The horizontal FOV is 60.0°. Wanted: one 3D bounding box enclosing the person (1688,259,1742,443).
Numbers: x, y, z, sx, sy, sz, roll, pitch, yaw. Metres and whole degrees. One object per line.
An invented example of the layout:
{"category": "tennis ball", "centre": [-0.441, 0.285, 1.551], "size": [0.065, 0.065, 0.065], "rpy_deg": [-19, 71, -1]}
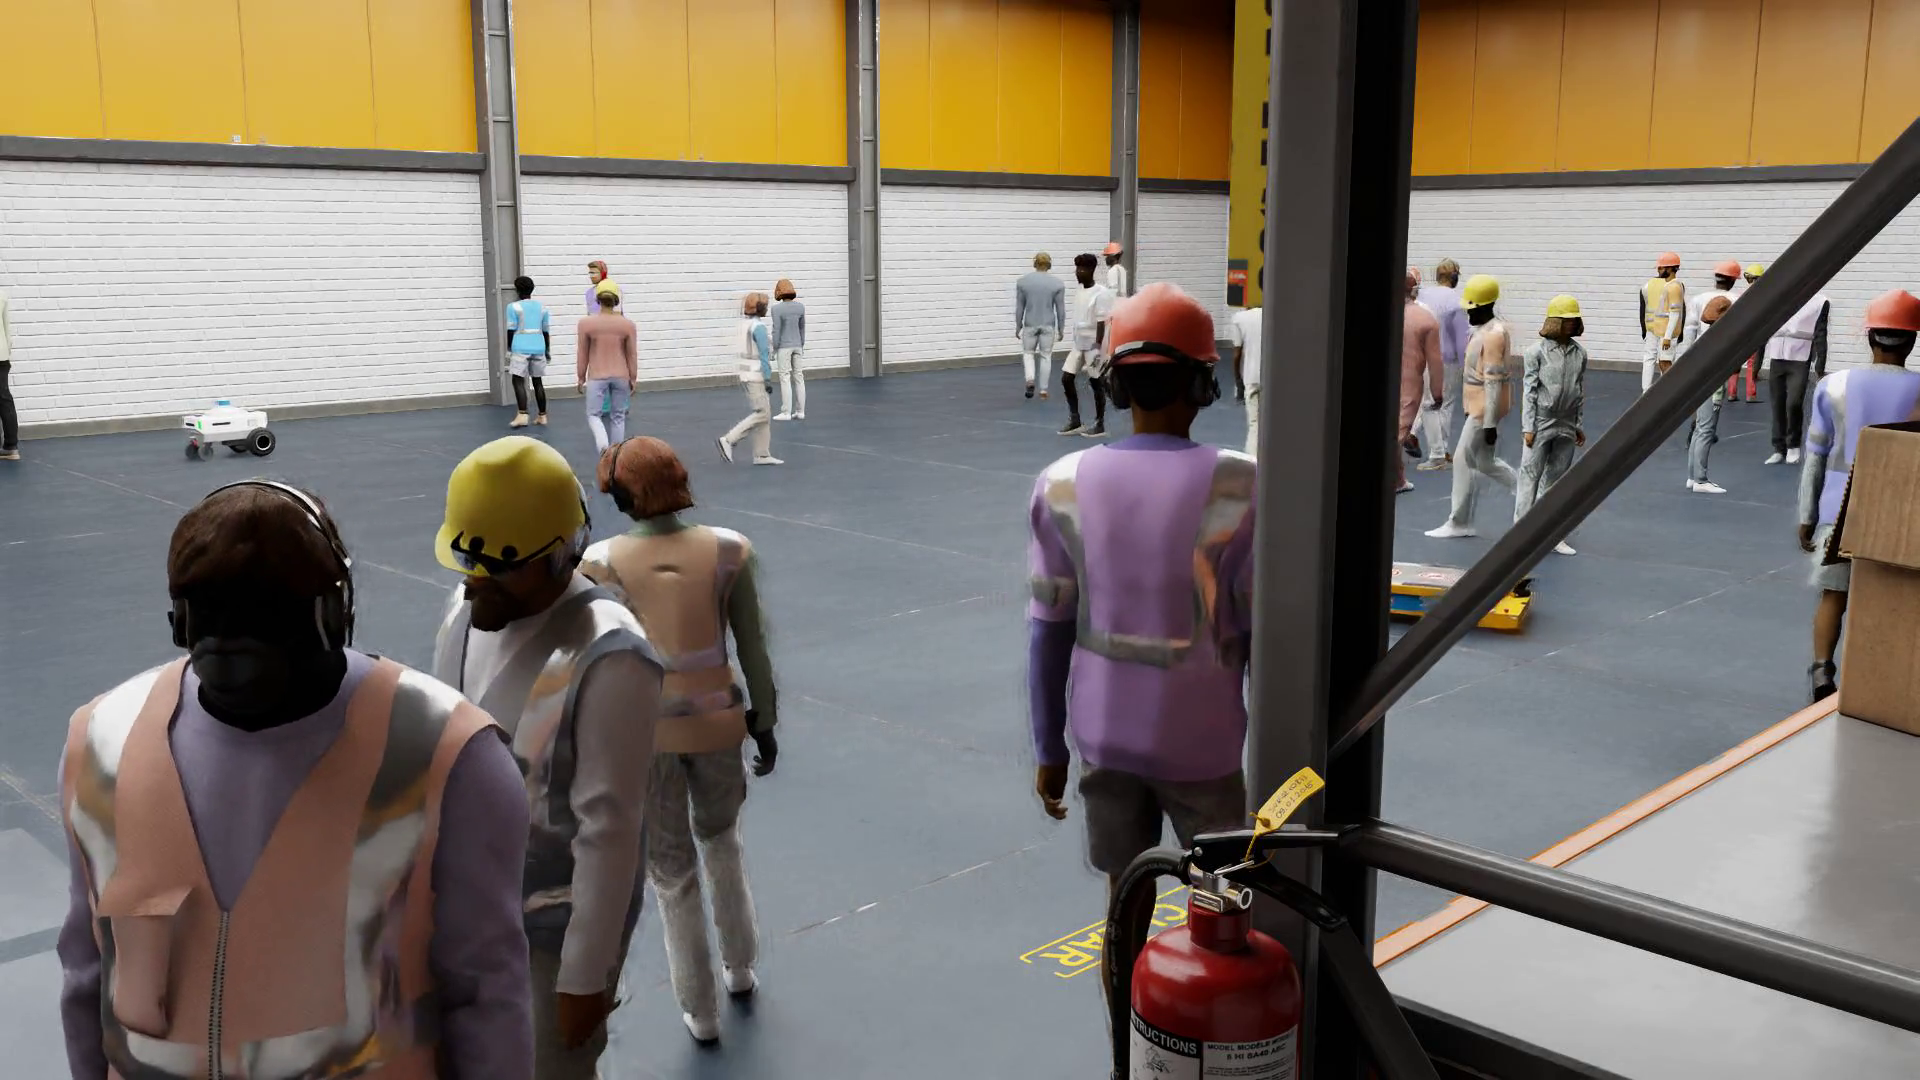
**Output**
{"category": "person", "centre": [7.577, -1.870, 16.739], "size": [0.794, 1.909, 0.552], "rpy_deg": [-10, 14, -42]}

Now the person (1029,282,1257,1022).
{"category": "person", "centre": [0.427, 0.451, 3.718], "size": [0.633, 2.029, 0.580], "rpy_deg": [5, 12, 27]}

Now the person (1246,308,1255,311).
{"category": "person", "centre": [4.836, -3.666, 26.629], "size": [0.512, 1.861, 0.312], "rpy_deg": [3, 11, 17]}

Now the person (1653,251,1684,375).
{"category": "person", "centre": [8.462, -2.484, 19.972], "size": [0.357, 1.934, 0.552], "rpy_deg": [3, 11, 17]}

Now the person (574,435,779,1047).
{"category": "person", "centre": [-0.769, 0.522, 4.445], "size": [0.529, 1.611, 0.531], "rpy_deg": [-4, 11, -23]}

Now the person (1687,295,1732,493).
{"category": "person", "centre": [6.276, -1.215, 13.874], "size": [0.277, 1.636, 0.503], "rpy_deg": [3, 11, 14]}

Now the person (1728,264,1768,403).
{"category": "person", "centre": [10.082, -2.631, 21.245], "size": [0.307, 1.767, 0.530], "rpy_deg": [-7, 12, -32]}

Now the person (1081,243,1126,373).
{"category": "person", "centre": [2.229, -3.527, 25.482], "size": [0.915, 2.006, 0.645], "rpy_deg": [4, 11, 22]}

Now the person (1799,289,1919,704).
{"category": "person", "centre": [3.875, -0.108, 7.101], "size": [0.552, 1.913, 0.827], "rpy_deg": [7, 13, 34]}

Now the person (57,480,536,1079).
{"category": "person", "centre": [-0.876, 0.823, 2.228], "size": [0.641, 1.828, 0.435], "rpy_deg": [0, 10, -1]}

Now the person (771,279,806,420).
{"category": "person", "centre": [-1.994, -2.200, 19.250], "size": [0.278, 1.633, 0.498], "rpy_deg": [9, 14, 42]}

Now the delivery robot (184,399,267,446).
{"category": "delivery robot", "centre": [-7.066, -1.112, 16.007], "size": [0.477, 0.478, 0.707], "rpy_deg": [9, 14, 40]}

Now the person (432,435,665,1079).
{"category": "person", "centre": [-0.805, 0.681, 3.114], "size": [0.636, 1.789, 0.436], "rpy_deg": [10, 14, 42]}

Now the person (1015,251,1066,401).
{"category": "person", "centre": [1.039, -2.746, 21.412], "size": [0.654, 1.929, 0.462], "rpy_deg": [1, 10, 7]}

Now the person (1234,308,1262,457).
{"category": "person", "centre": [2.522, -1.273, 13.683], "size": [0.531, 1.818, 0.960], "rpy_deg": [4, 11, 19]}

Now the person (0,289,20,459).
{"category": "person", "centre": [-9.188, -1.719, 15.640], "size": [0.379, 1.996, 0.609], "rpy_deg": [3, 11, 15]}

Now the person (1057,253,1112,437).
{"category": "person", "centre": [1.302, -2.041, 17.533], "size": [0.637, 1.946, 0.625], "rpy_deg": [-7, 13, -34]}

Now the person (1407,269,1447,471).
{"category": "person", "centre": [4.005, -1.516, 14.999], "size": [1.013, 1.828, 0.592], "rpy_deg": [-4, 11, -20]}

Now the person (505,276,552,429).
{"category": "person", "centre": [-4.788, -2.072, 18.433], "size": [0.473, 1.679, 0.691], "rpy_deg": [8, 13, 38]}

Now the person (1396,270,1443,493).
{"category": "person", "centre": [3.538, -1.235, 13.409], "size": [0.664, 1.860, 1.002], "rpy_deg": [9, 14, 40]}

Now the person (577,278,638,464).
{"category": "person", "centre": [-3.109, -1.434, 14.727], "size": [0.539, 1.750, 0.578], "rpy_deg": [-4, 11, -20]}

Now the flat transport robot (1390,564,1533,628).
{"category": "flat transport robot", "centre": [2.470, 0.279, 9.453], "size": [1.431, 0.197, 0.652], "rpy_deg": [5, 11, 24]}

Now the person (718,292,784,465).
{"category": "person", "centre": [-1.932, -1.473, 15.316], "size": [0.549, 1.616, 0.526], "rpy_deg": [-4, 11, -18]}

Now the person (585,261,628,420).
{"category": "person", "centre": [-4.106, -2.318, 19.328], "size": [0.609, 1.839, 0.402], "rpy_deg": [8, 13, 37]}

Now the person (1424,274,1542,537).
{"category": "person", "centre": [3.723, -0.908, 11.574], "size": [0.807, 1.871, 0.652], "rpy_deg": [3, 11, 17]}

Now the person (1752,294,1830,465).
{"category": "person", "centre": [7.679, -1.630, 15.416], "size": [0.467, 1.900, 0.624], "rpy_deg": [-9, 14, -41]}

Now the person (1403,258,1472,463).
{"category": "person", "centre": [4.470, -1.655, 15.479], "size": [0.473, 1.923, 0.634], "rpy_deg": [-5, 12, -27]}

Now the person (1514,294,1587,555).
{"category": "person", "centre": [3.951, -0.751, 11.050], "size": [0.483, 1.745, 0.302], "rpy_deg": [-4, 11, -19]}

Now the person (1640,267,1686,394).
{"category": "person", "centre": [9.071, -2.708, 21.452], "size": [0.429, 1.845, 0.622], "rpy_deg": [-7, 12, -33]}
